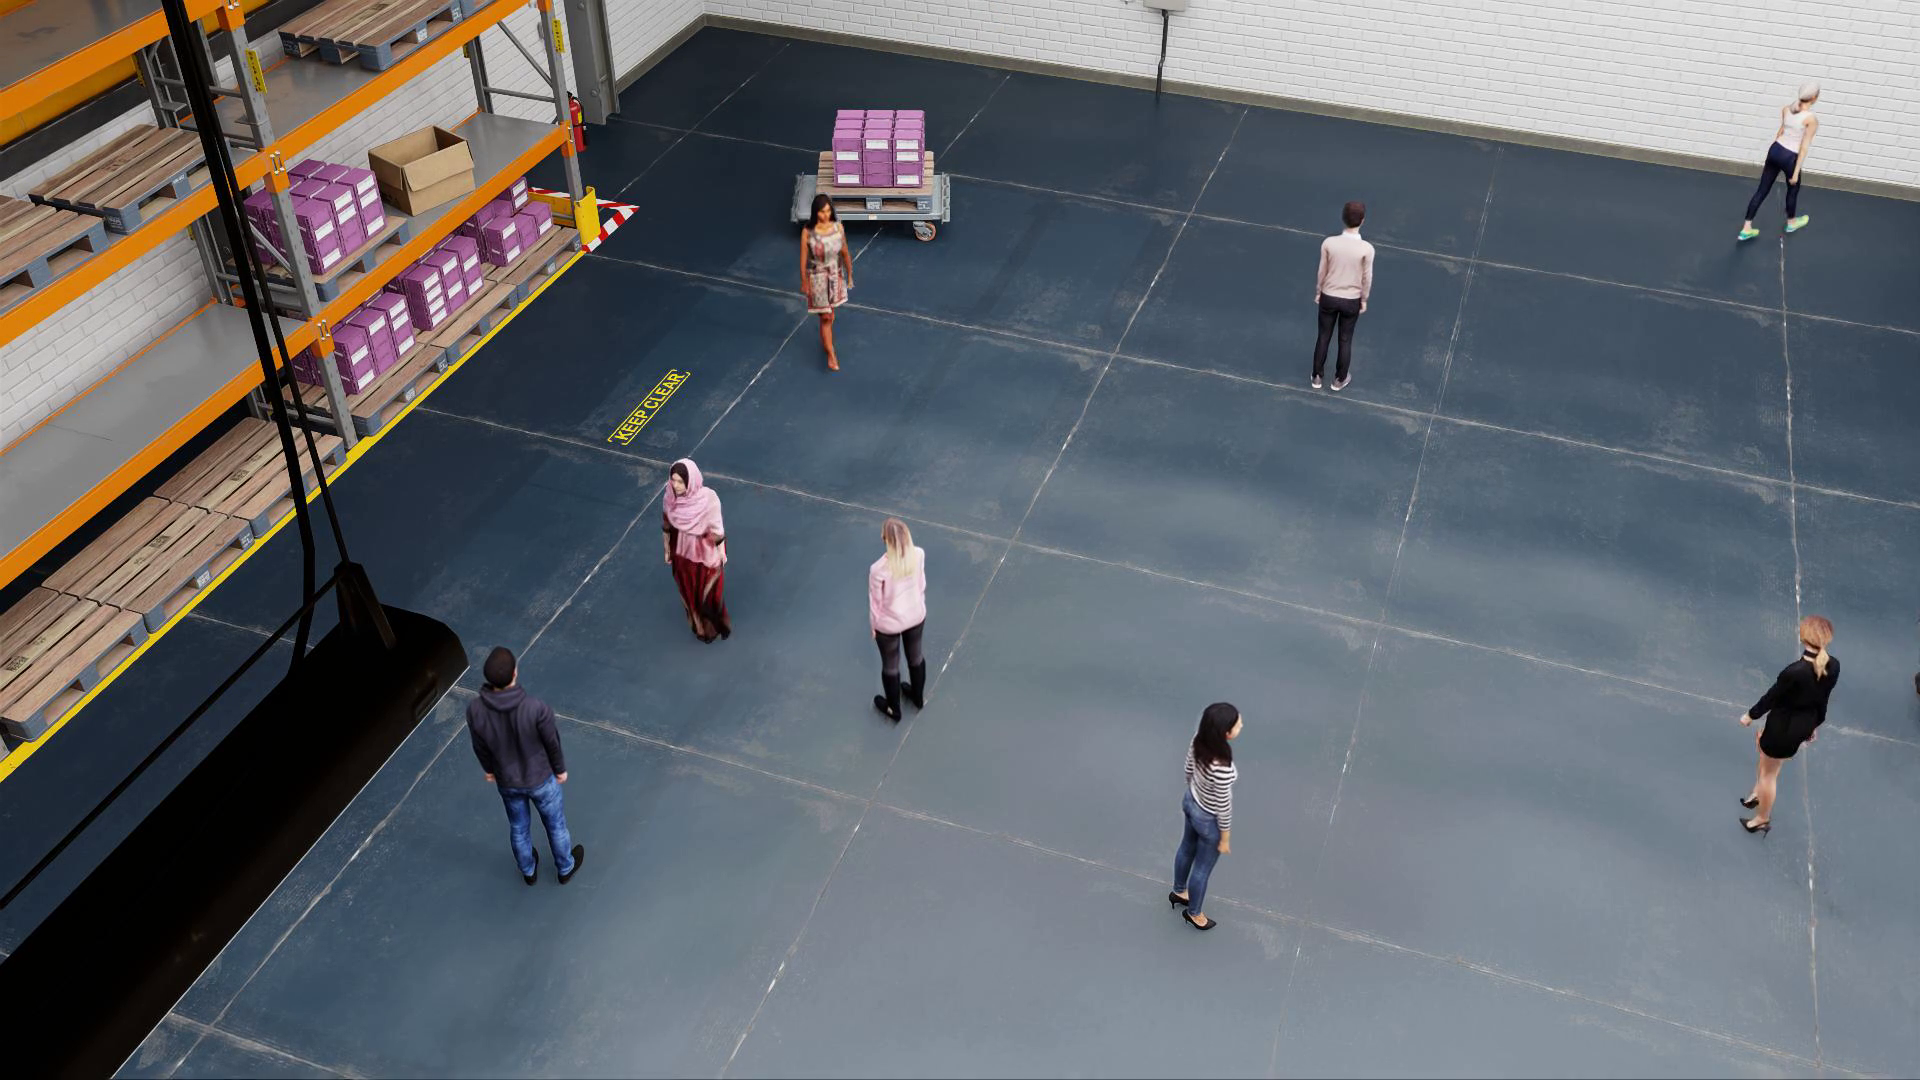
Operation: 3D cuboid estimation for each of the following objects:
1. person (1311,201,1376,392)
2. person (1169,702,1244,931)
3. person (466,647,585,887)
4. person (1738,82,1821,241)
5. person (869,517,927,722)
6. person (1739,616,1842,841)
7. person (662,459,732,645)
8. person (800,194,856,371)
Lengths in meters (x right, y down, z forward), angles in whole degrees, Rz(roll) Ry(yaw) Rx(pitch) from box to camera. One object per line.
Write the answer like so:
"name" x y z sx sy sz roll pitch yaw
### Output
"person" 3.368 -2.149 14.707 0.616 1.808 0.538 14 41 17
"person" 1.470 1.650 9.962 0.731 1.795 0.645 -11 40 -14
"person" -2.666 1.419 10.170 0.743 1.894 0.701 0 39 0
"person" 8.302 -3.814 16.902 1.106 1.672 1.043 -16 41 -19
"person" -0.407 0.537 11.442 0.661 1.687 0.740 -21 43 -24
"person" 5.253 1.259 10.487 0.710 1.749 0.769 -15 41 -18
"person" -1.879 0.040 12.114 0.646 1.624 0.648 15 41 18
"person" -1.263 -2.441 15.215 0.887 1.631 0.941 -18 42 -21
